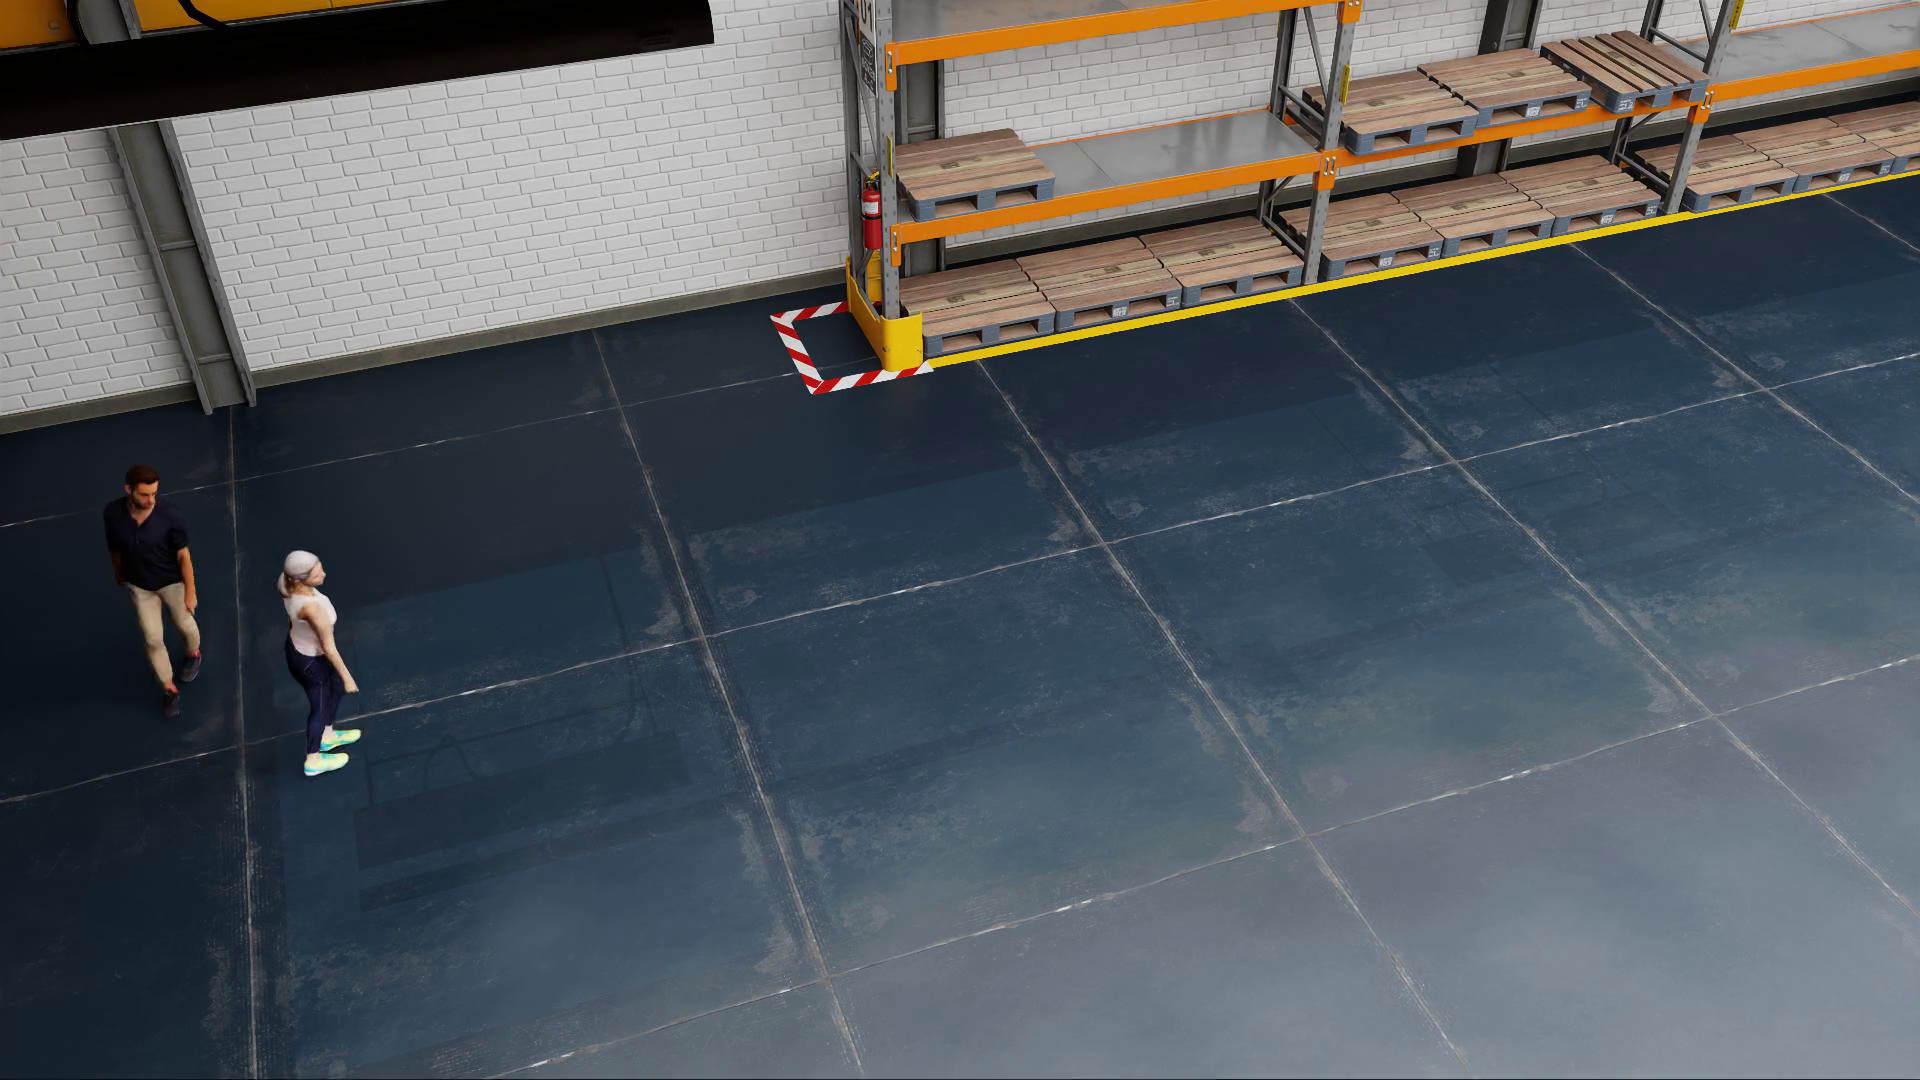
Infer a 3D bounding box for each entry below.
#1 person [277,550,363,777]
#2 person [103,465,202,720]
[{"bbox_3d":[-3.934,0.758,9.955,0.744,1.670,0.686,-30,47,-32],"label":"person"},{"bbox_3d":[-5.083,0.228,10.517,0.855,1.797,0.841,-2,39,-2],"label":"person"}]
